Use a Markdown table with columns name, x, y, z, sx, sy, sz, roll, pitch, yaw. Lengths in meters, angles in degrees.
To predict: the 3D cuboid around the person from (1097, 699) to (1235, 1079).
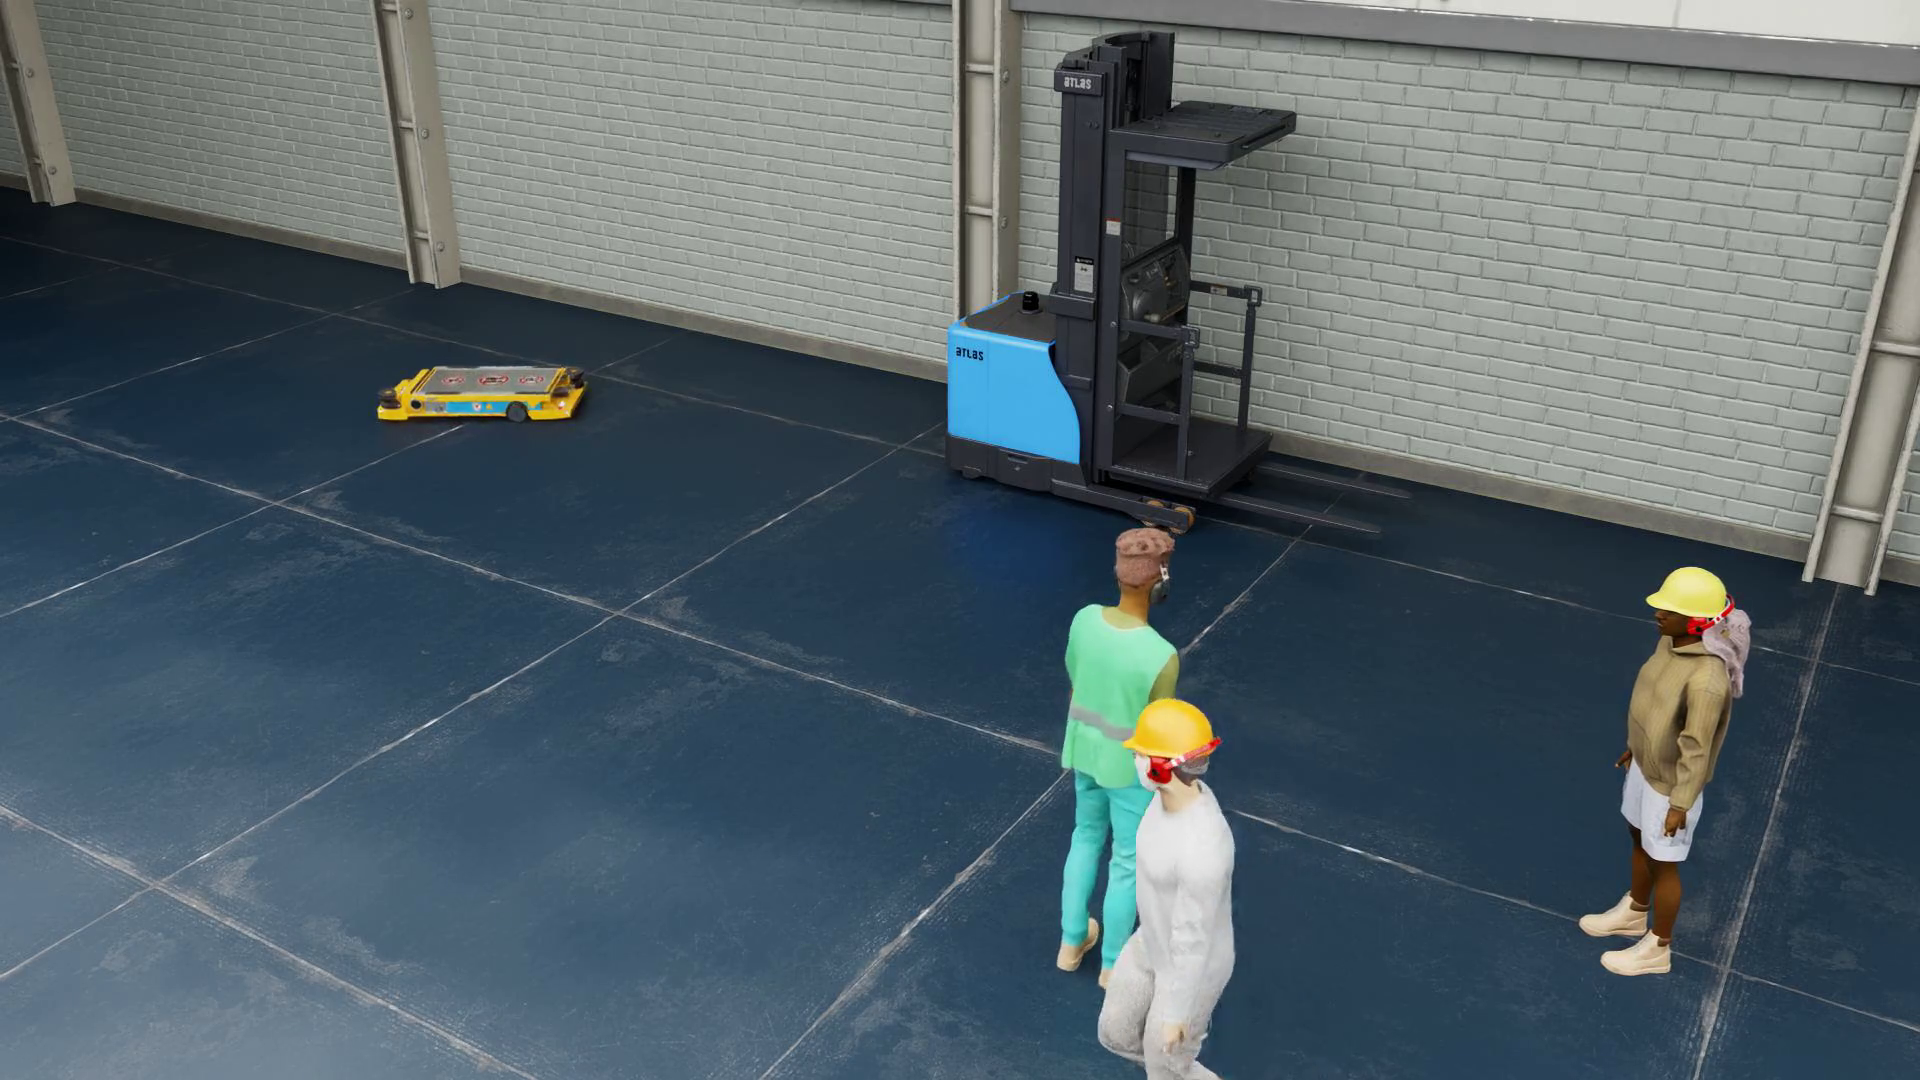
| name | x | y | z | sx | sy | sz | roll | pitch | yaw |
| --- | --- | --- | --- | --- | --- | --- | --- | --- | --- |
| person | 0.693 | 1.378 | 5.483 | 0.450 | 1.868 | 0.553 | -6 | 26 | -13 |

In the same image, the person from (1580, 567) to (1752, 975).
| name | x | y | z | sx | sy | sz | roll | pitch | yaw |
| --- | --- | --- | --- | --- | --- | --- | --- | --- | --- |
| person | 2.810 | 0.915 | 6.588 | 0.408 | 1.758 | 0.550 | 1 | 25 | 2 |

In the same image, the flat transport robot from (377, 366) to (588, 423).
| name | x | y | z | sx | sy | sz | roll | pitch | yaw |
| --- | --- | --- | --- | --- | --- | --- | --- | --- | --- |
| flat transport robot | -3.603 | -1.108 | 12.602 | 1.431 | 0.231 | 0.659 | 0 | 25 | 0 |

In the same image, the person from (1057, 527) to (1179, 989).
| name | x | y | z | sx | sy | sz | roll | pitch | yaw |
| --- | --- | --- | --- | --- | --- | --- | --- | --- | --- |
| person | 0.608 | 0.872 | 6.433 | 0.506 | 1.972 | 0.397 | 23 | 33 | 39 |

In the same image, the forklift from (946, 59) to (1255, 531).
| name | x | y | z | sx | sy | sz | roll | pitch | yaw |
| --- | --- | --- | --- | --- | --- | --- | --- | --- | --- |
| forklift | 0.933 | -1.707 | 10.833 | 1.873 | 2.768 | 1.129 | 15 | 29 | 28 |
